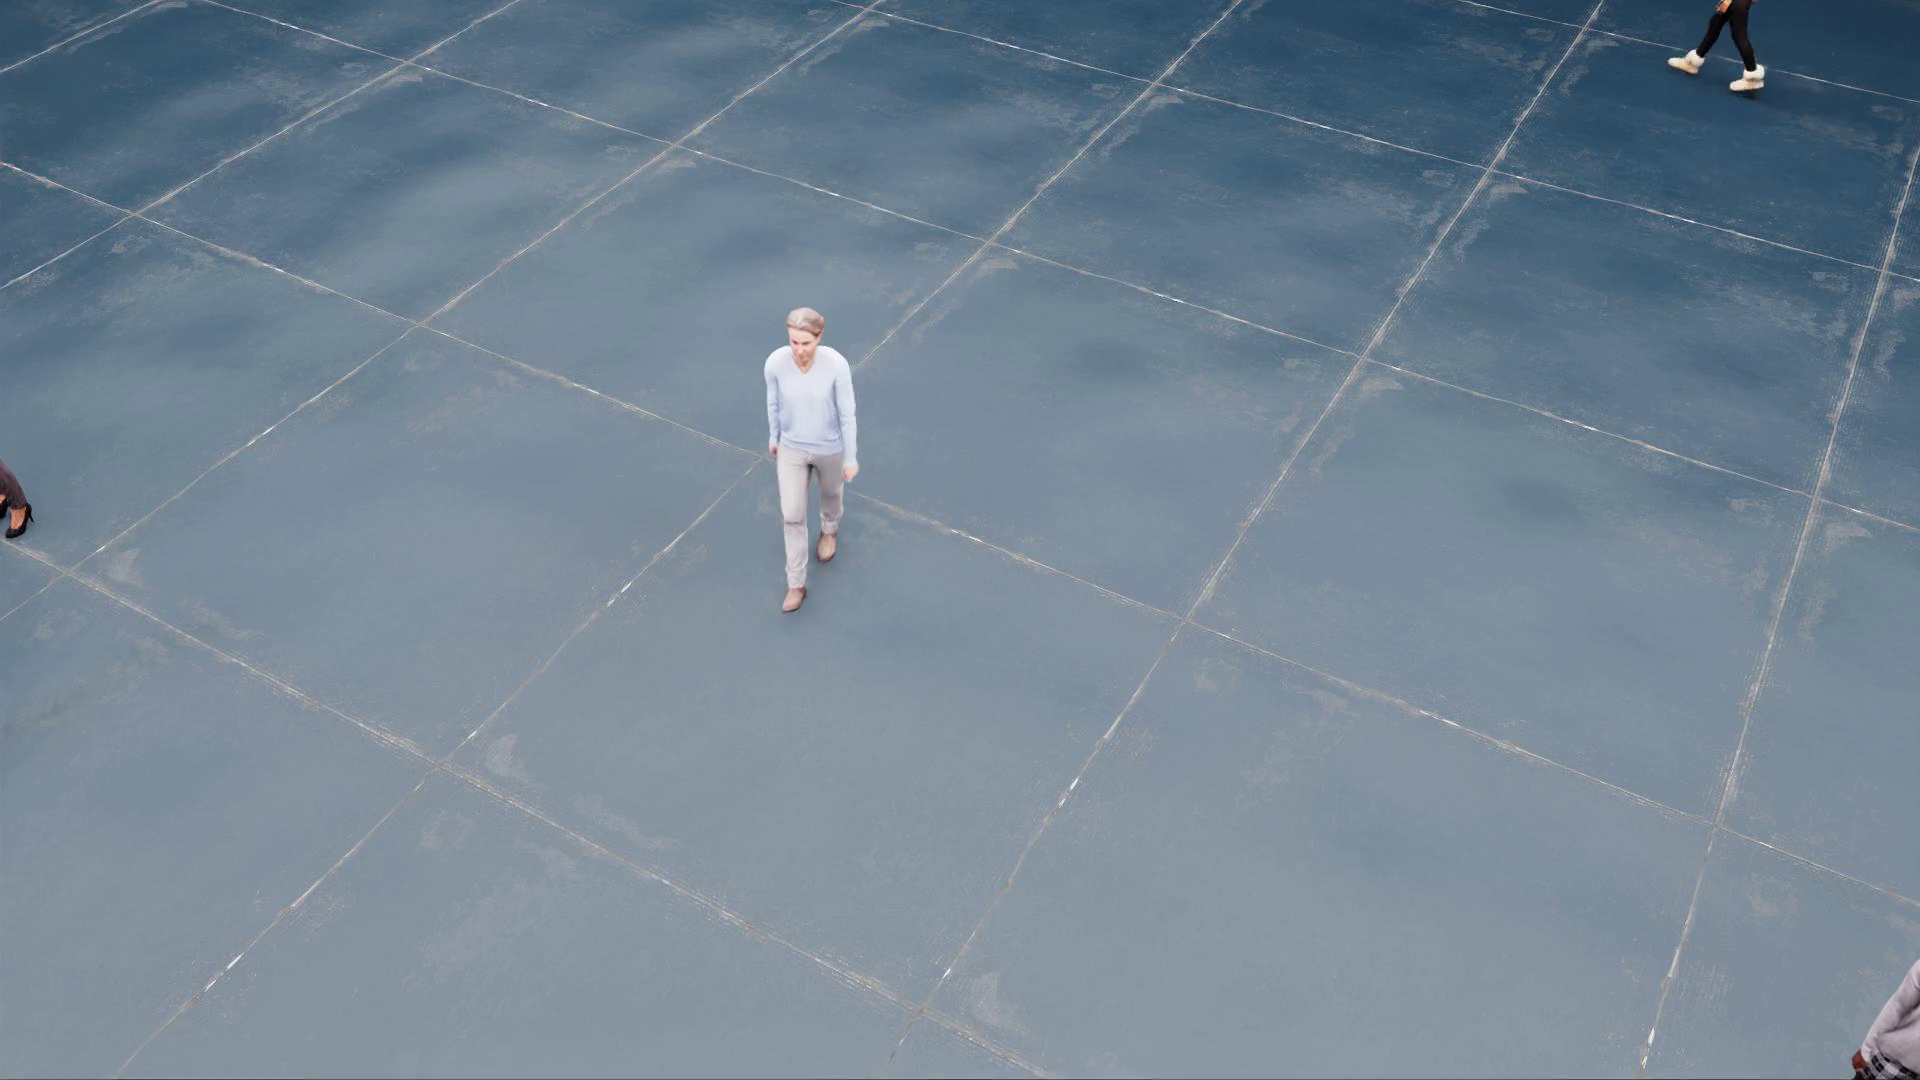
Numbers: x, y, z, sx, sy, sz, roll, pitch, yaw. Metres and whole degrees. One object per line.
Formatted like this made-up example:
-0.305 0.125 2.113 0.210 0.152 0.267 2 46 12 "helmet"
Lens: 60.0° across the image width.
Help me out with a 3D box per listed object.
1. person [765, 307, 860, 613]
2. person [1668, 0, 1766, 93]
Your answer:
-0.825 -0.587 9.490 1.010 1.859 1.223 3 42 3 "person"
6.681 -4.576 14.054 0.783 1.628 1.063 29 50 28 "person"
